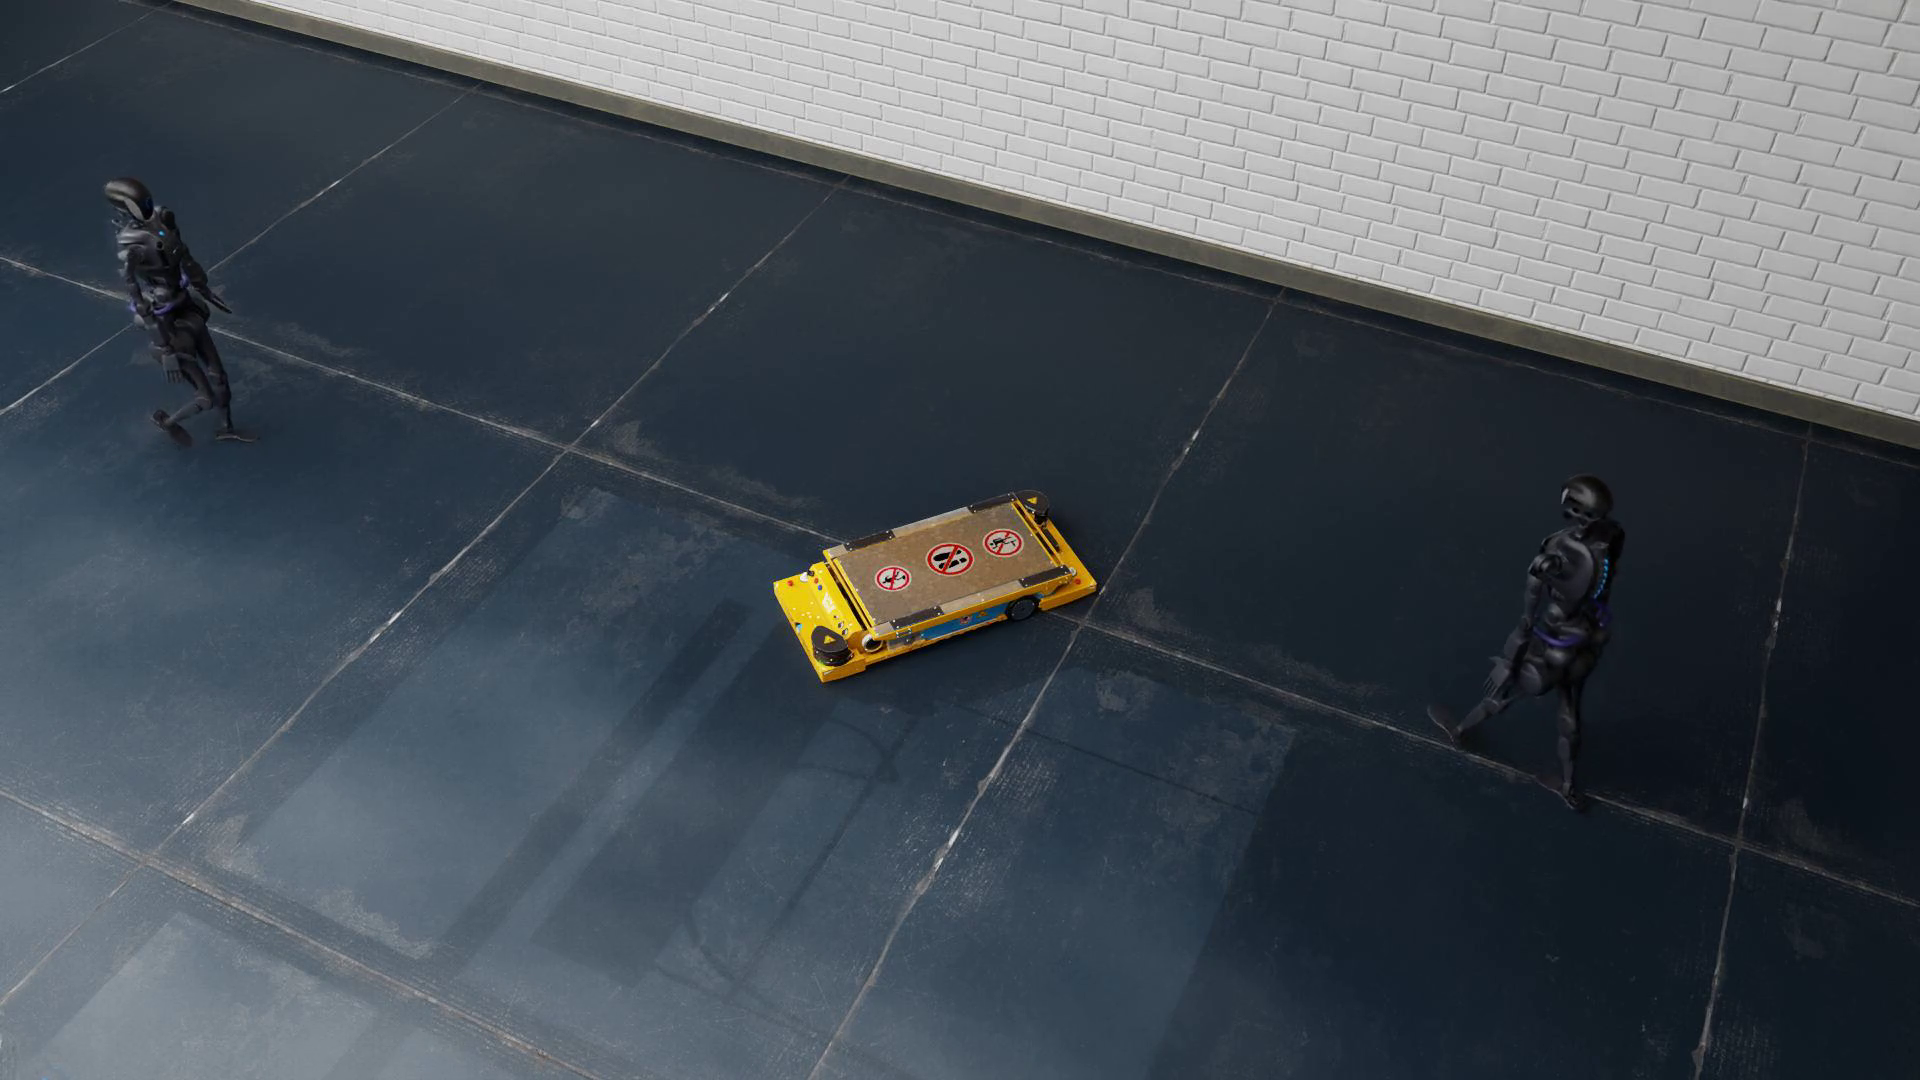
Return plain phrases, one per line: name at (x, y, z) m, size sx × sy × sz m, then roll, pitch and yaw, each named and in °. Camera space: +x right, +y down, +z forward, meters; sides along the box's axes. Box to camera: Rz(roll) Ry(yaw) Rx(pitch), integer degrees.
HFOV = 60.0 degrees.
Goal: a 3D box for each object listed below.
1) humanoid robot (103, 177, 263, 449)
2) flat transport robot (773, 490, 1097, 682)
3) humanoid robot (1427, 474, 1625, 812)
humanoid robot at (-4.010, -1.136, 8.448) m, size 0.440 × 1.649 × 0.590 m, roll 2°, pitch 43°, yaw 2°
flat transport robot at (-0.120, 0.201, 8.038) m, size 1.431 × 0.231 × 0.659 m, roll -17°, pitch 46°, yaw -18°
humanoid robot at (2.429, 0.401, 6.817) m, size 0.610 × 1.617 × 0.776 m, roll -24°, pitch 48°, yaw -24°
